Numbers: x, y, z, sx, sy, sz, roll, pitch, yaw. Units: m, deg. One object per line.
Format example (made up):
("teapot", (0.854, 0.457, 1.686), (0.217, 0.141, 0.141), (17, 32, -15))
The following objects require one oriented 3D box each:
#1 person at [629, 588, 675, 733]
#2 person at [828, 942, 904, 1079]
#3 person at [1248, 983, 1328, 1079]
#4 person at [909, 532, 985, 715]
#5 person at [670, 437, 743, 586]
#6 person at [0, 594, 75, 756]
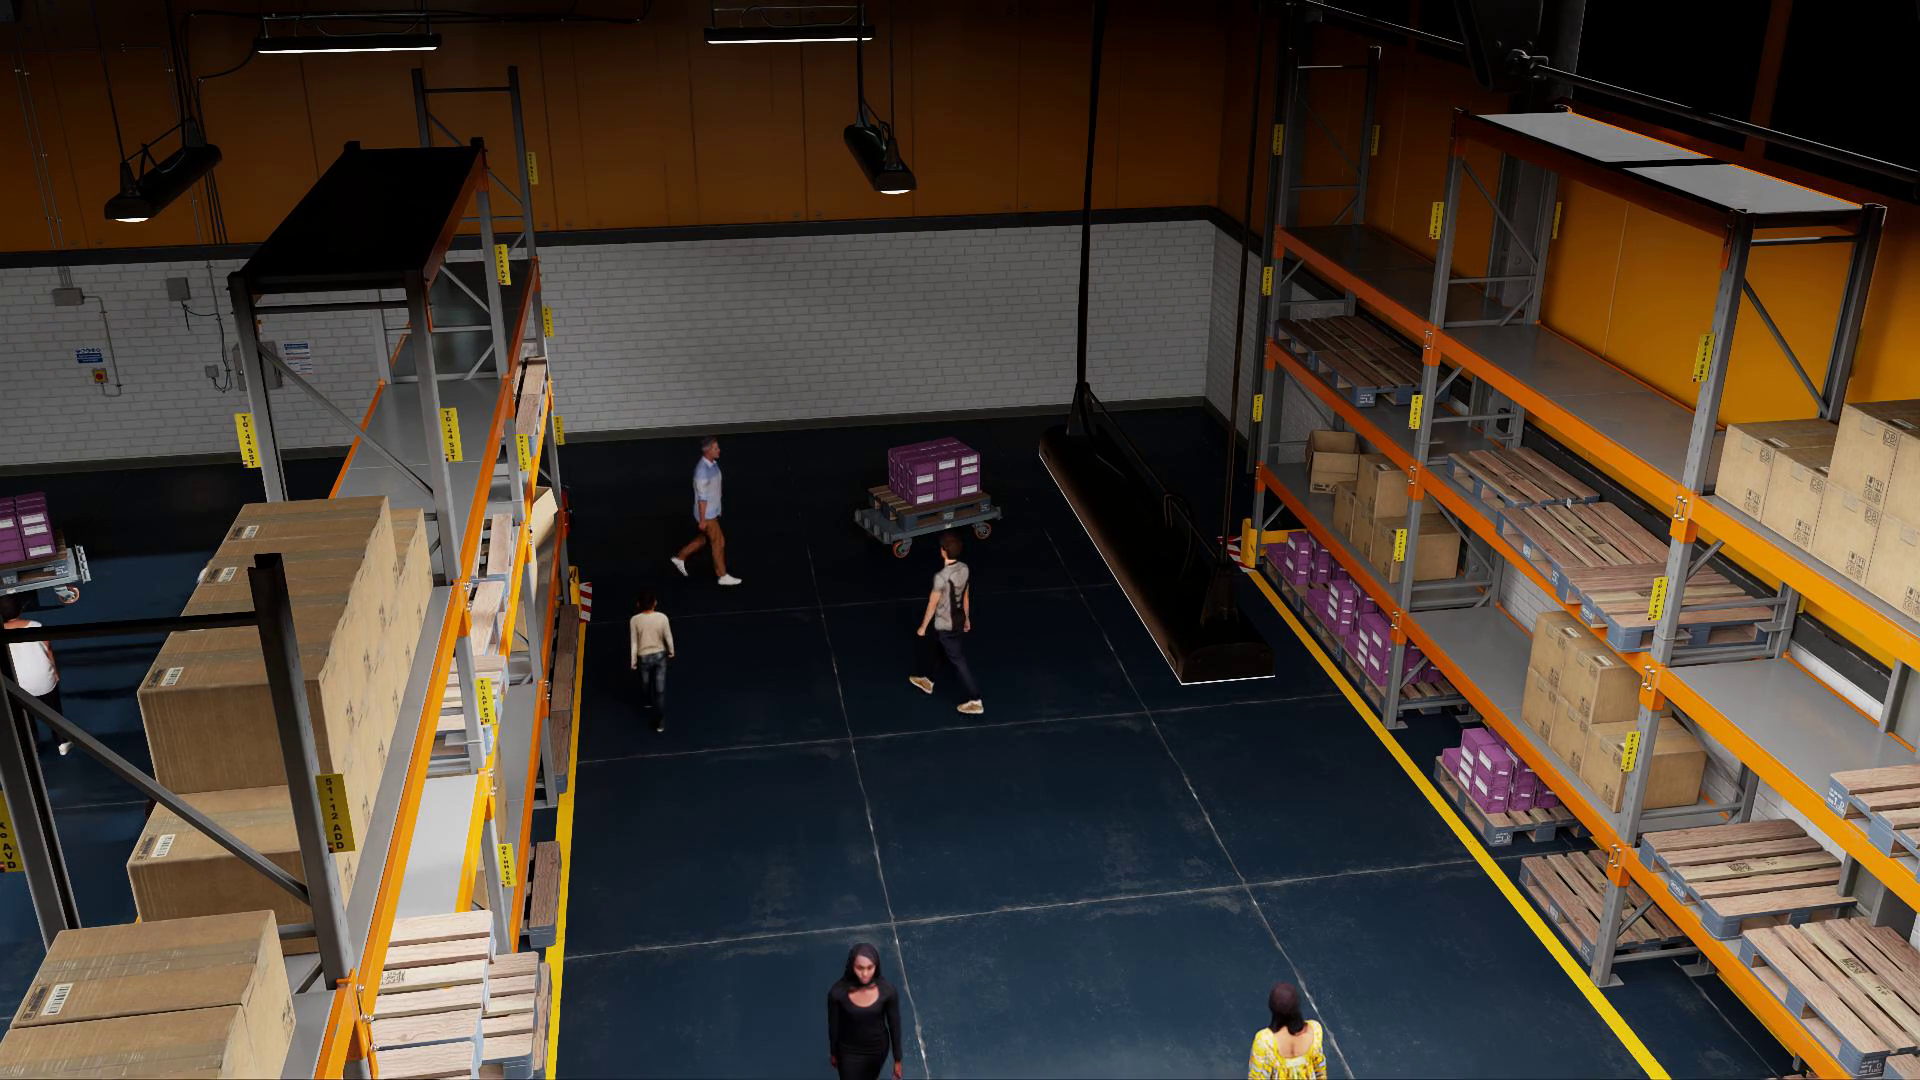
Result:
("person", (-2.995, 1.195, 16.162), (0.584, 1.437, 0.920), (-5, 24, -11))
("person", (-0.642, 3.335, 10.963), (0.639, 1.679, 1.114), (-3, 24, -7))
("person", (2.046, 3.527, 10.562), (0.748, 1.649, 0.782), (-7, 25, -16))
("person", (-0.033, 0.869, 16.397), (1.212, 1.847, 1.187), (15, 28, 30))
("person", (-2.994, -0.325, 19.188), (0.923, 1.799, 1.107), (1, 24, 3))
("person", (-8.775, 1.273, 15.670), (0.705, 1.688, 0.677), (-10, 25, -21))
